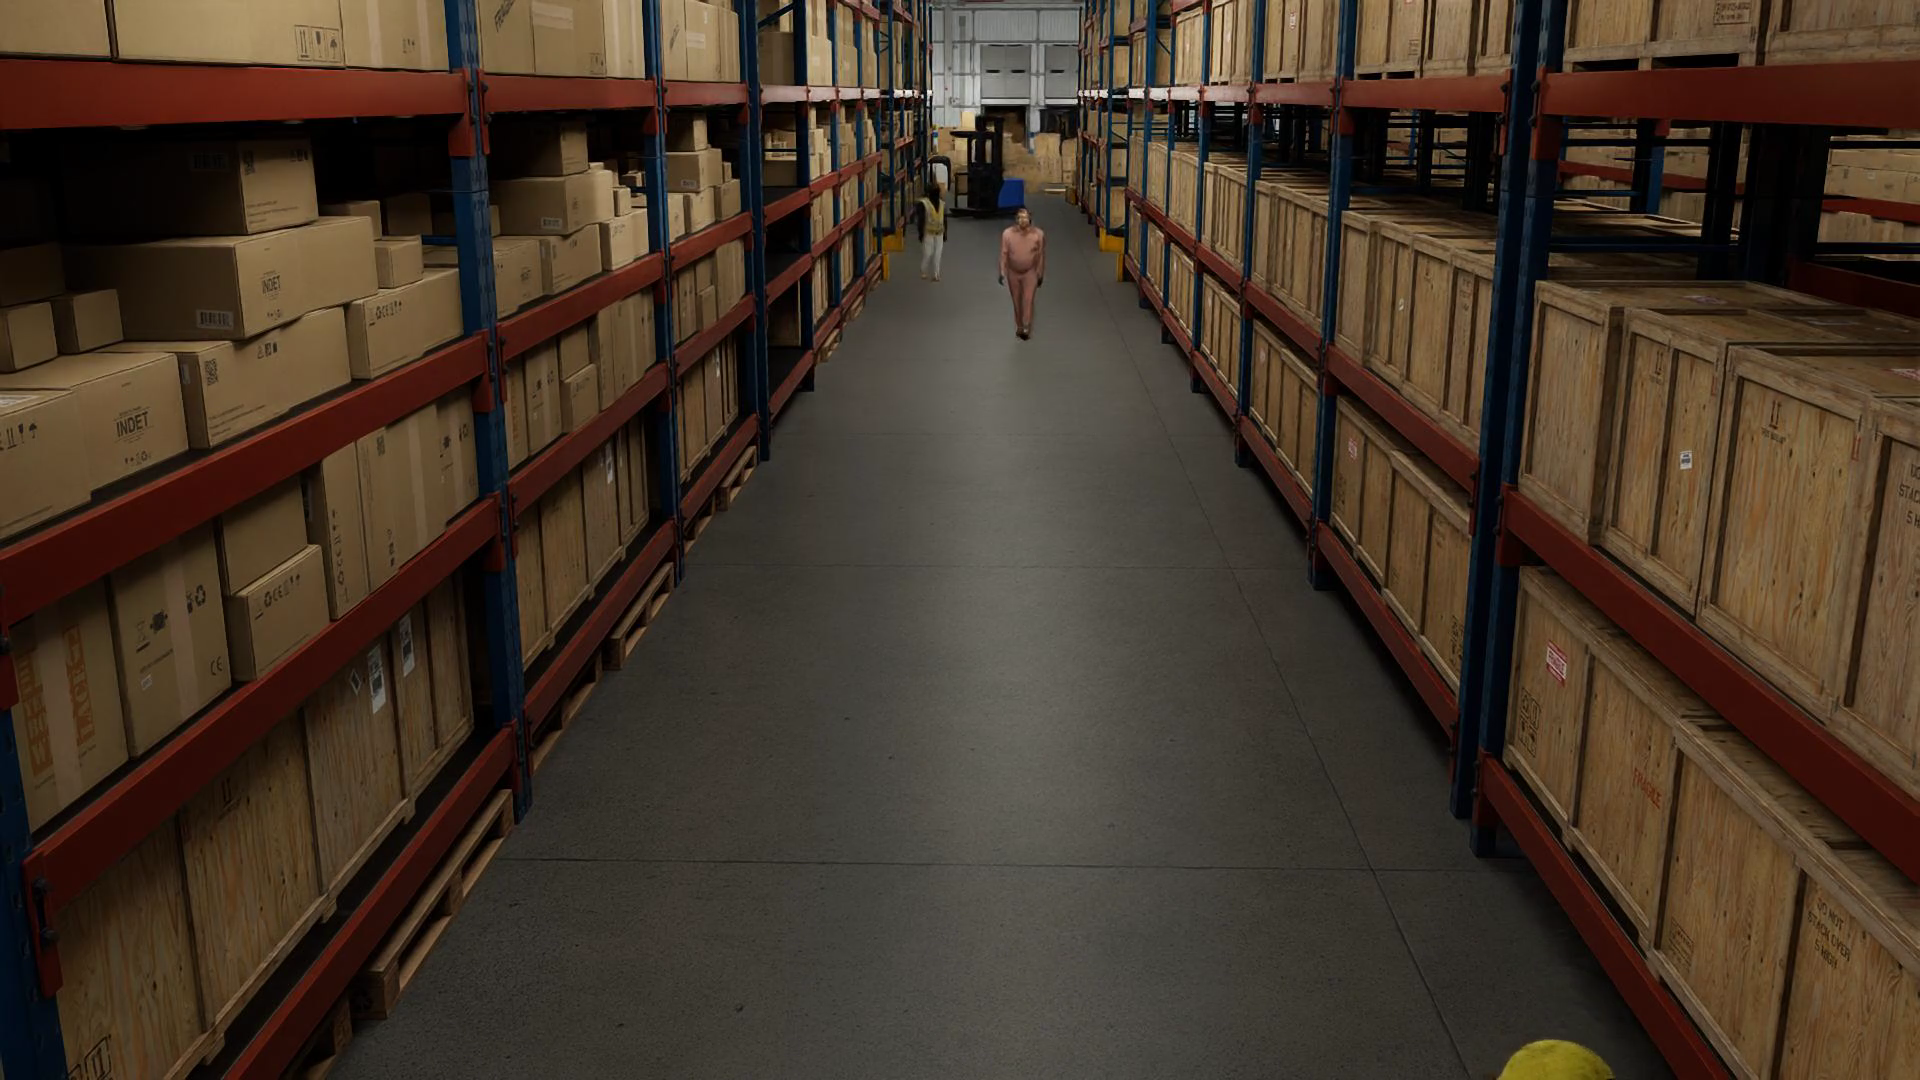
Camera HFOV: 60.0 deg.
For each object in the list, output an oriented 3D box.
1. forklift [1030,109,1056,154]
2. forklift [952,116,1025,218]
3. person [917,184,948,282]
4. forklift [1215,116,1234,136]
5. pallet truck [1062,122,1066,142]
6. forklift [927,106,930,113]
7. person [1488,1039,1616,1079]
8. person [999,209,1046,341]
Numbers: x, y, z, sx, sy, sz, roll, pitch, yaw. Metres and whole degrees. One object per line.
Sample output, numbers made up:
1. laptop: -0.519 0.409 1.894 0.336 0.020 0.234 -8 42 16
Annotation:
1. forklift: 3.690 -16.762 70.158 1.873 2.768 1.129 10 18 32
2. forklift: 0.845 -10.616 47.290 1.873 2.768 1.129 -12 19 -38
3. person: -0.498 -5.755 31.198 0.648 1.826 0.434 -10 18 -32
4. forklift: 7.816 -11.227 49.564 1.129 2.768 1.873 0 15 1
5. pallet truck: 5.788 -21.111 88.014 1.885 1.965 0.823 5 16 18
6. forklift: -2.001 -20.667 84.687 1.129 2.768 1.873 0 15 2
7. person: 1.069 1.774 3.378 0.564 1.726 0.362 -1 15 -3
8. person: 0.893 -3.823 23.969 0.637 1.851 1.013 3 15 10
